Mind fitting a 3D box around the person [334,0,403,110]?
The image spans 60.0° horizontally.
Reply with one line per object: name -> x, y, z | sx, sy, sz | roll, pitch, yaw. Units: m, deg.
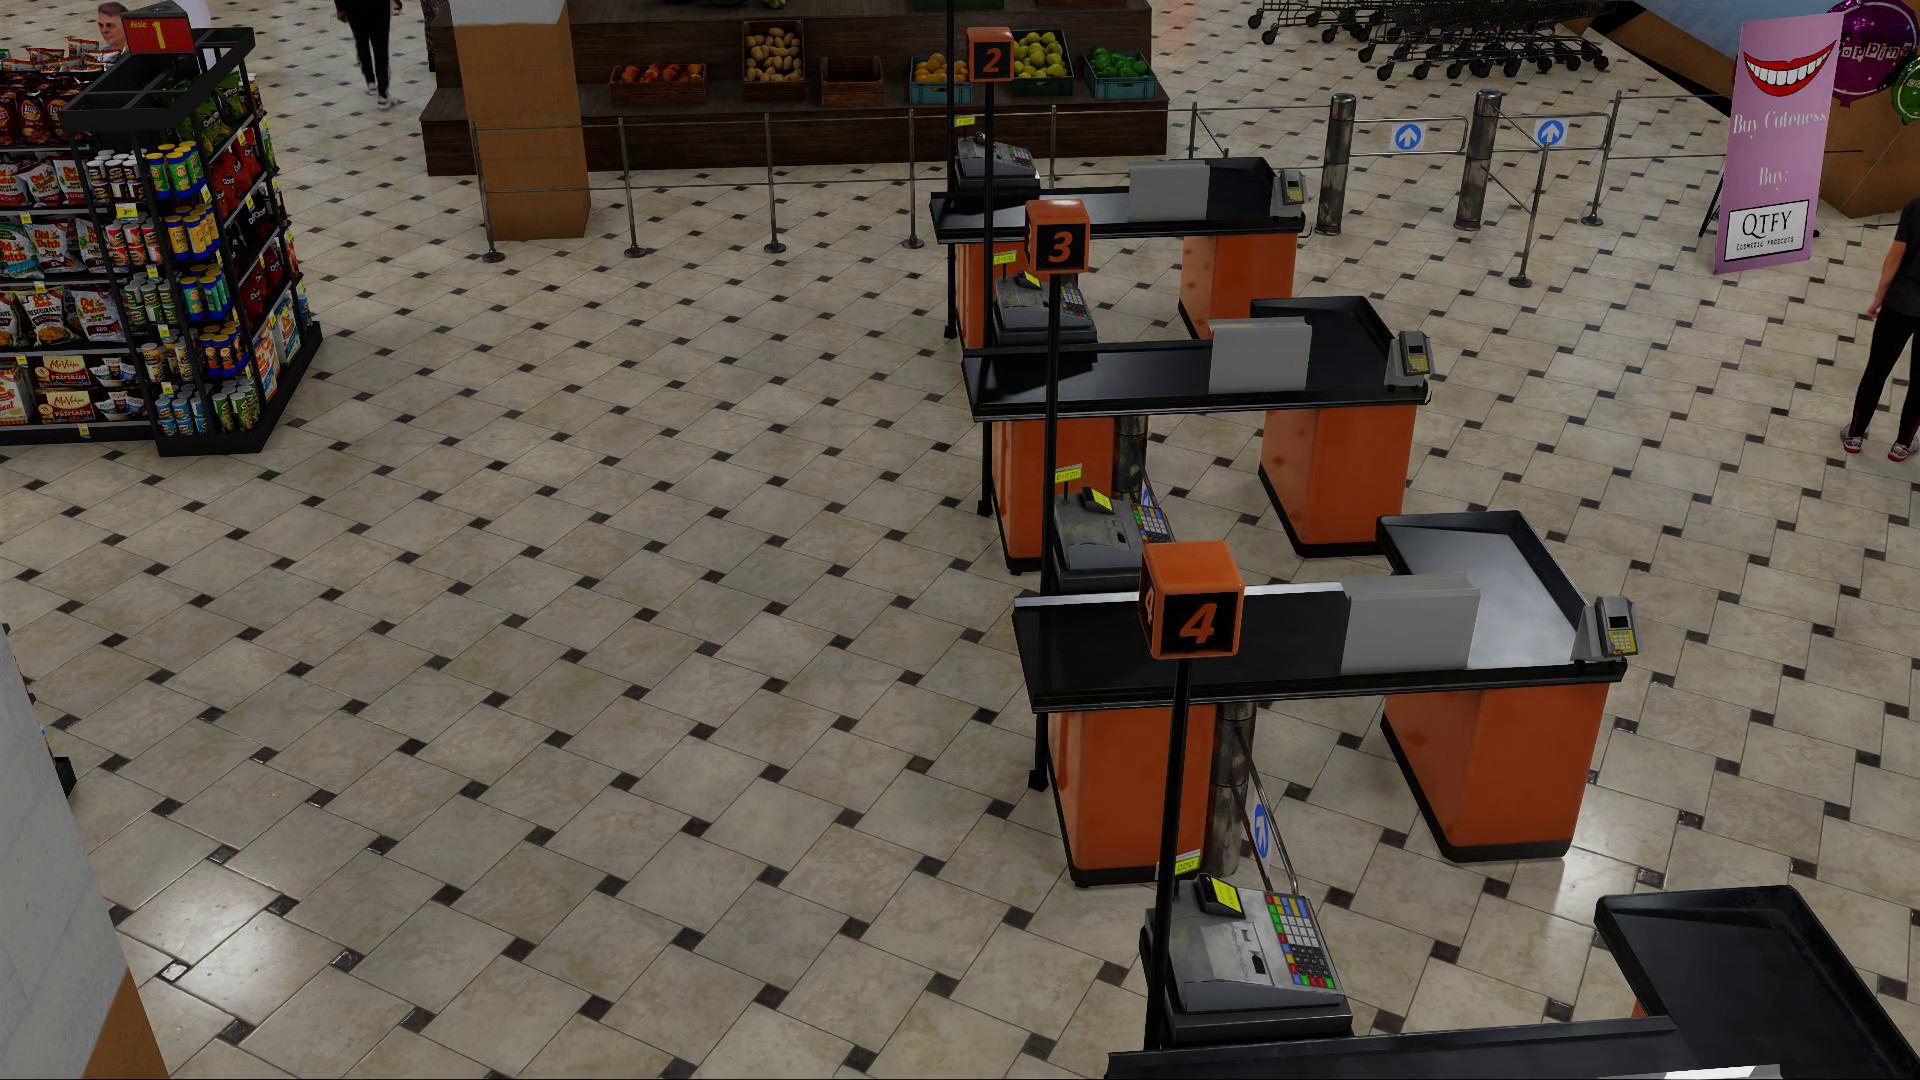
person -> -5.168, -4.647, 14.419 | 0.875, 1.807, 0.728 | -2, 32, -3

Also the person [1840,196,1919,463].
person -> 5.214, -1.270, 9.032 | 0.678, 1.764, 0.785 | 17, 36, 25

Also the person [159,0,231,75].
person -> -7.161, -5.220, 15.228 | 0.839, 1.925, 0.803 | -27, 41, -36
